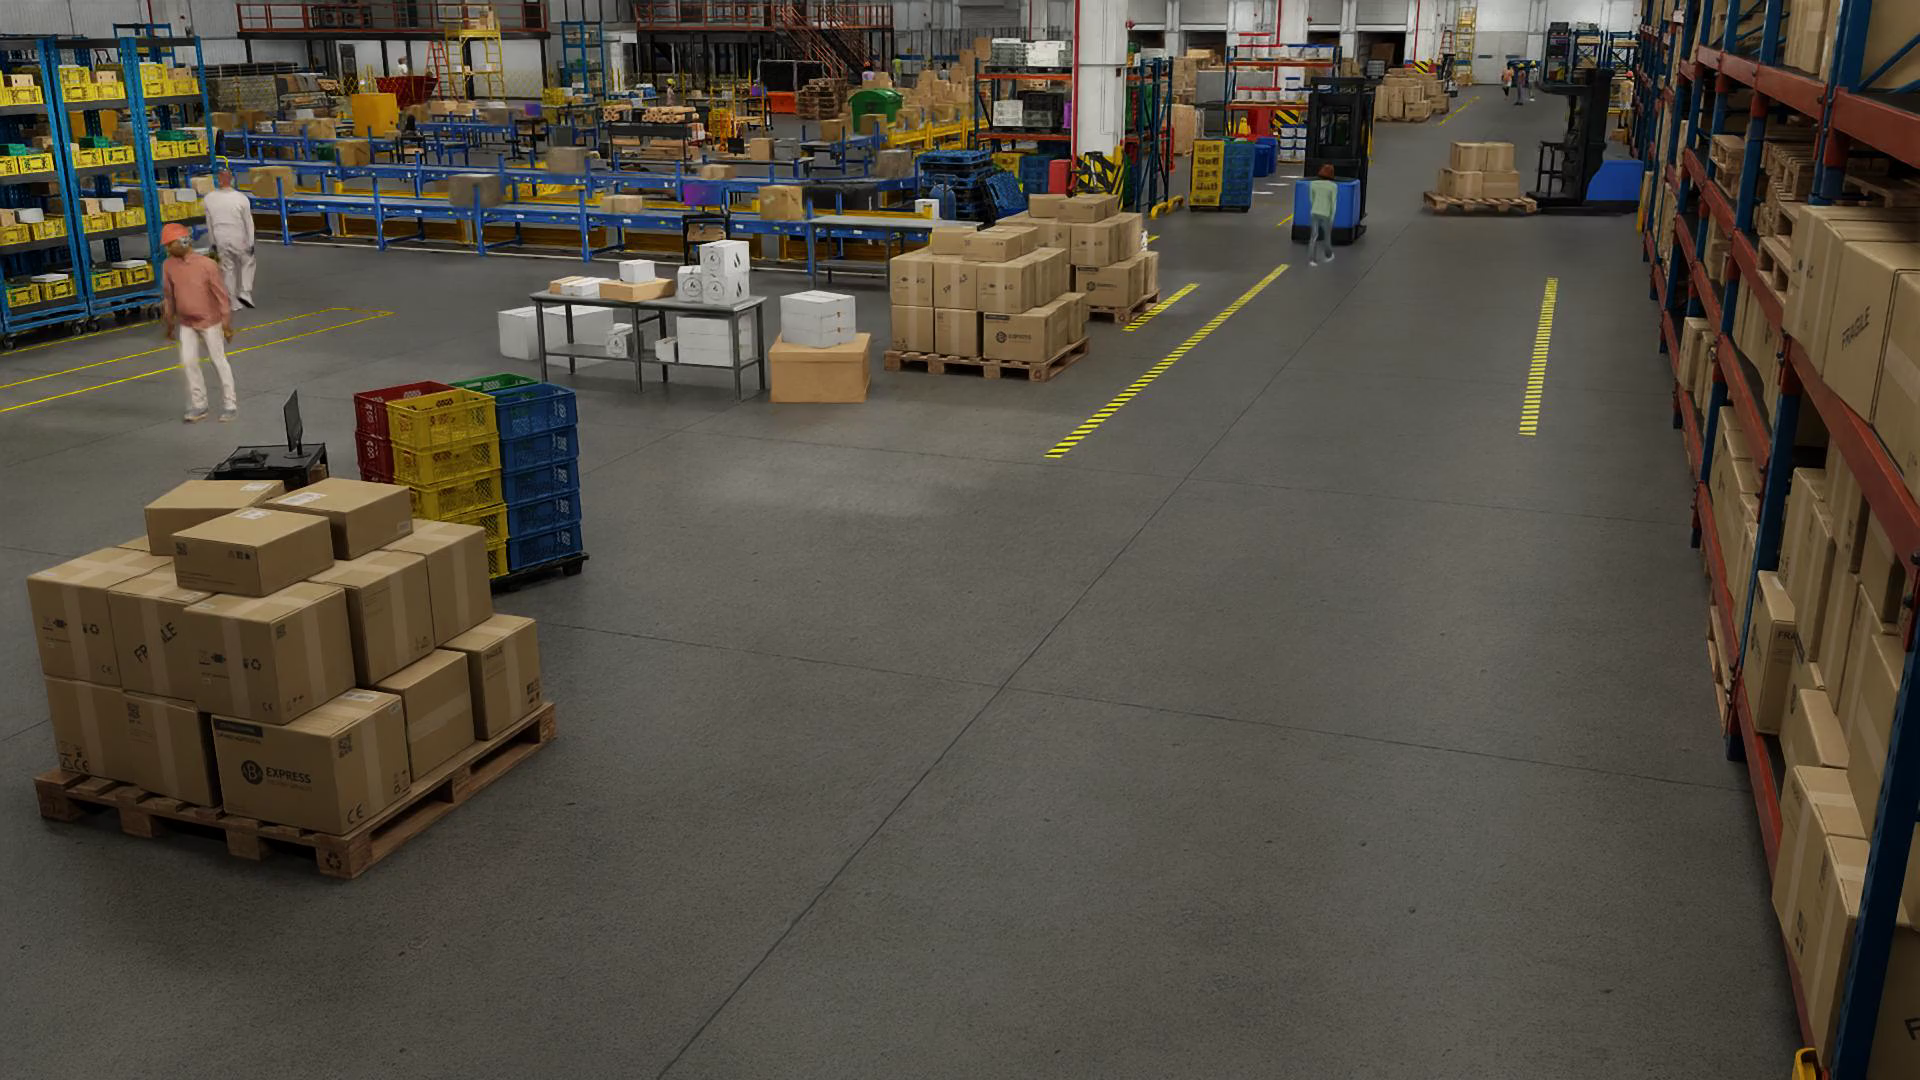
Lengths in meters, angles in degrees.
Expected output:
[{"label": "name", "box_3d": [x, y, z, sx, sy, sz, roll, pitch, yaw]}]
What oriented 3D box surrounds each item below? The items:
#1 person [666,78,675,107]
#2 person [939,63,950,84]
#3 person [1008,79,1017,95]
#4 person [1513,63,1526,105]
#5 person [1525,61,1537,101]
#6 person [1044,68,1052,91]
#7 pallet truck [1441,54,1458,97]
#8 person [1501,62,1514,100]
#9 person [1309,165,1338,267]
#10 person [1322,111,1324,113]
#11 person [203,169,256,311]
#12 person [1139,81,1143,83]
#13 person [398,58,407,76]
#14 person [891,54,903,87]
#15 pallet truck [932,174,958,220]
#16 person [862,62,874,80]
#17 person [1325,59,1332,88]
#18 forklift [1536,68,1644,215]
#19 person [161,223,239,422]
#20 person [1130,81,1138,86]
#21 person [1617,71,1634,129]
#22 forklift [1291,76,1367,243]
[{"label": "person", "box_3d": [-9.593, -14.433, 55.309, 0.303, 1.772, 0.526, -2, 18, -6]}, {"label": "person", "box_3d": [-0.638, -18.851, 69.038, 0.518, 1.865, 0.327, -6, 19, -19]}, {"label": "person", "box_3d": [1.858, -15.635, 59.027, 0.979, 1.822, 0.539, -10, 20, -28]}, {"label": "person", "box_3d": [24.178, -19.662, 71.747, 0.329, 1.765, 0.526, -4, 18, -11]}, {"label": "person", "box_3d": [25.950, -20.842, 75.501, 0.308, 1.736, 0.484, -5, 18, -16]}, {"label": "person", "box_3d": [4.328, -23.659, 84.024, 0.630, 1.940, 0.372, -5, 18, -15]}, {"label": "pallet truck", "box_3d": [22.765, -21.886, 78.355, 0.823, 1.965, 1.885, -4, 18, -14]}, {"label": "person", "box_3d": [25.081, -21.030, 76.166, 0.543, 1.681, 0.594, 13, 22, 35]}, {"label": "person", "box_3d": [5.802, -5.176, 26.508, 0.492, 1.579, 0.846, 11, 21, 32]}, {"label": "person", "box_3d": [11.501, -13.895, 53.533, 0.611, 1.820, 0.515, -9, 20, -27]}, {"label": "person", "box_3d": [-9.813, -4.035, 22.451, 0.648, 1.891, 0.430, -1, 18, -3]}, {"label": "person", "box_3d": [8.822, -23.106, 82.389, 0.979, 1.882, 0.603, 2, 18, 7]}, {"label": "person", "box_3d": [-25.641, -21.158, 76.318, 0.974, 1.835, 0.608, 7, 19, 21]}, {"label": "person", "box_3d": [-3.198, -23.862, 84.864, 0.626, 1.814, 0.532, -2, 18, -6]}, {"label": "pallet truck", "box_3d": [-0.507, -5.292, 27.348, 0.653, 1.274, 1.630, 6, 19, 19]}, {"label": "person", "box_3d": [-3.569, -17.365, 64.075, 0.385, 2.041, 0.615, 16, 23, 40]}, {"label": "person", "box_3d": [16.450, -20.471, 74.022, 0.368, 1.928, 0.585, -5, 18, -15]}, {"label": "forklift", "box_3d": [12.600, -7.947, 33.126, 1.873, 2.768, 1.129, 2, 18, 6]}, {"label": "person", "box_3d": [-7.449, -2.119, 16.293, 0.693, 1.969, 0.438, 3, 18, 9]}, {"label": "person", "box_3d": [7.856, -20.557, 74.464, 0.608, 1.817, 0.643, -1, 18, -3]}, {"label": "person", "box_3d": [22.965, -15.156, 57.305, 0.361, 1.940, 0.543, -10, 20, -28]}, {"label": "forklift", "box_3d": [6.598, -6.755, 29.381, 1.129, 2.768, 1.873, 6, 19, 19]}]
